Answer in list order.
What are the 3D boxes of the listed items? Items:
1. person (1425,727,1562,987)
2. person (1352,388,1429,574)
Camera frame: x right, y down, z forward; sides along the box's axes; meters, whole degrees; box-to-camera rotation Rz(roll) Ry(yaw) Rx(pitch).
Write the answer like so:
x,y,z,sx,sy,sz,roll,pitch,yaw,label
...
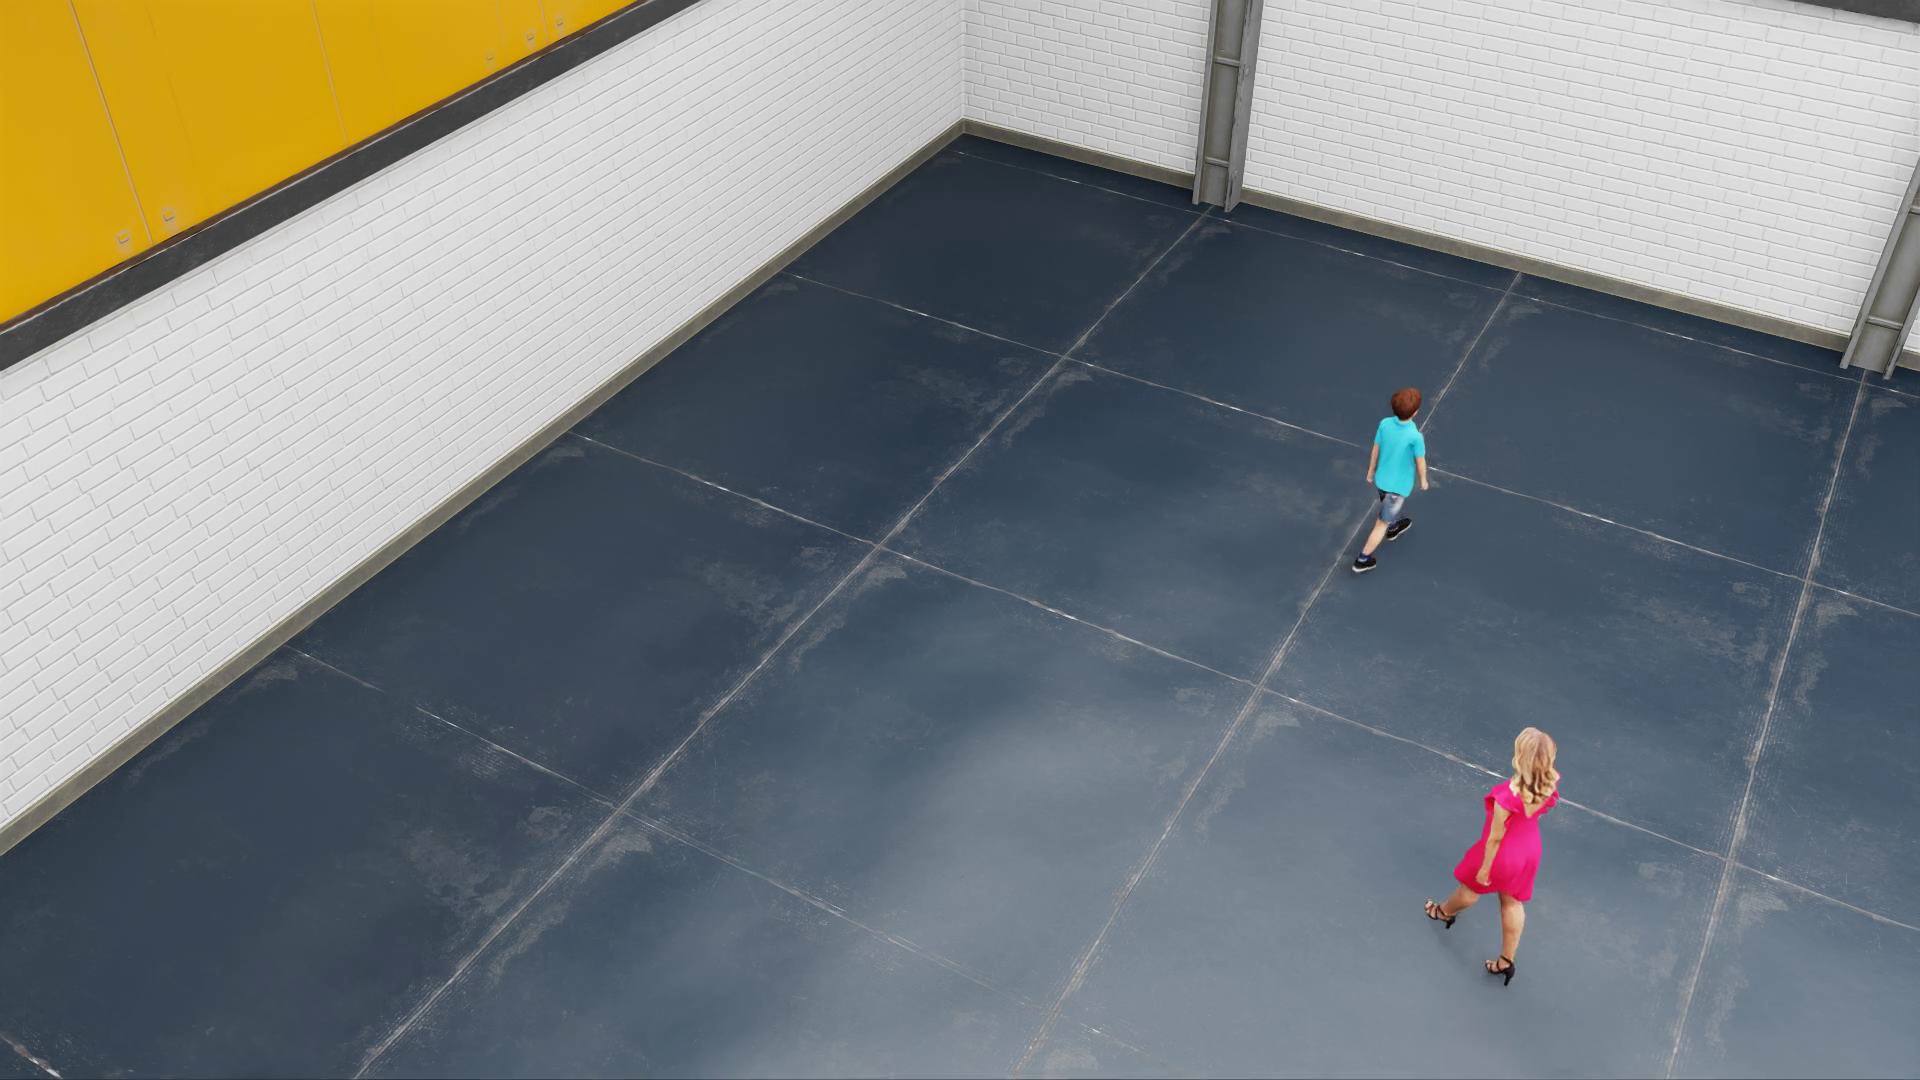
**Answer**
x,y,z,sx,sy,sz,roll,pitch,yaw,label
2.957,1.715,8.820,0.871,1.700,0.982,-16,41,-19,person
3.011,-0.397,11.692,0.840,1.417,0.971,-25,45,-28,person
